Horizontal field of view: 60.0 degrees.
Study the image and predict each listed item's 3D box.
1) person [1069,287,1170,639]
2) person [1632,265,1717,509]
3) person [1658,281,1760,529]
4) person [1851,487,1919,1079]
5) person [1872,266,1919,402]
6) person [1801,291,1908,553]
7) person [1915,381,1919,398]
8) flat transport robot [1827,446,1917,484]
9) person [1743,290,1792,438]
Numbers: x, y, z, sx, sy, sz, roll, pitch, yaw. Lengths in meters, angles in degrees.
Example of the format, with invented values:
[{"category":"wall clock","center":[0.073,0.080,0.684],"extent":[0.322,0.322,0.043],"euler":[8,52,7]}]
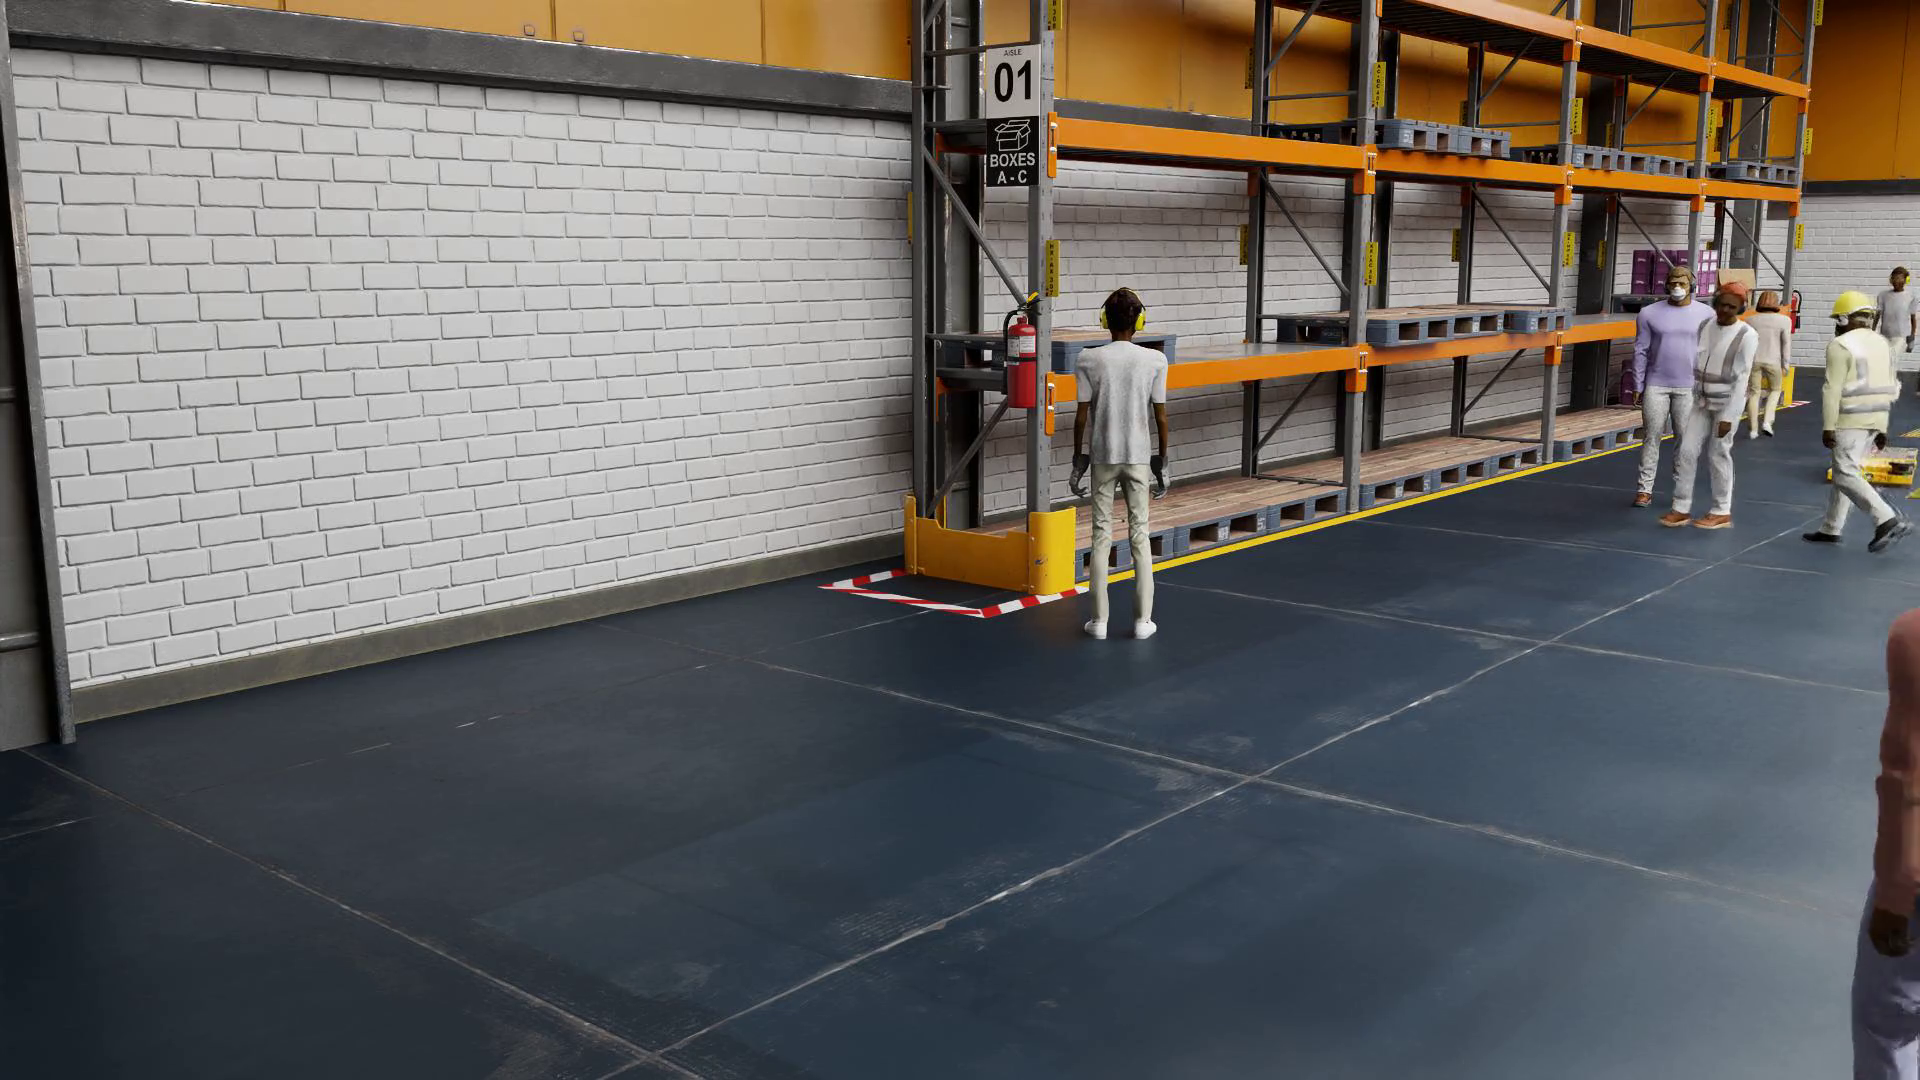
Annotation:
[{"category":"person","center":[0.848,-0.399,8.843],"extent":[0.536,1.869,0.312],"euler":[0,10,3]},{"category":"person","center":[5.687,-1.213,13.277],"extent":[0.630,1.940,0.370],"euler":[4,11,23]},{"category":"person","center":[5.488,-0.961,12.126],"extent":[0.654,1.833,0.656],"euler":[-4,11,-23]},{"category":"person","center":[2.029,0.649,3.228],"extent":[0.535,1.746,0.728],"euler":[-3,11,-19]},{"category":"person","center":[12.366,-2.697,22.014],"extent":[0.821,1.847,0.524],"euler":[-9,13,-41]},{"category":"person","center":[6.199,-0.797,11.357],"extent":[0.626,1.794,0.777],"euler":[-6,12,-30]},{"category":"person","center":[13.668,-2.816,22.783],"extent":[0.939,1.796,0.513],"euler":[6,11,29]},{"category":"flat transport robot","center":[8.304,-0.701,15.107],"extent":[0.652,0.197,1.431],"euler":[6,12,31]},{"category":"person","center":[8.792,-1.916,18.179],"extent":[0.529,1.614,0.440],"euler":[7,12,34]}]
